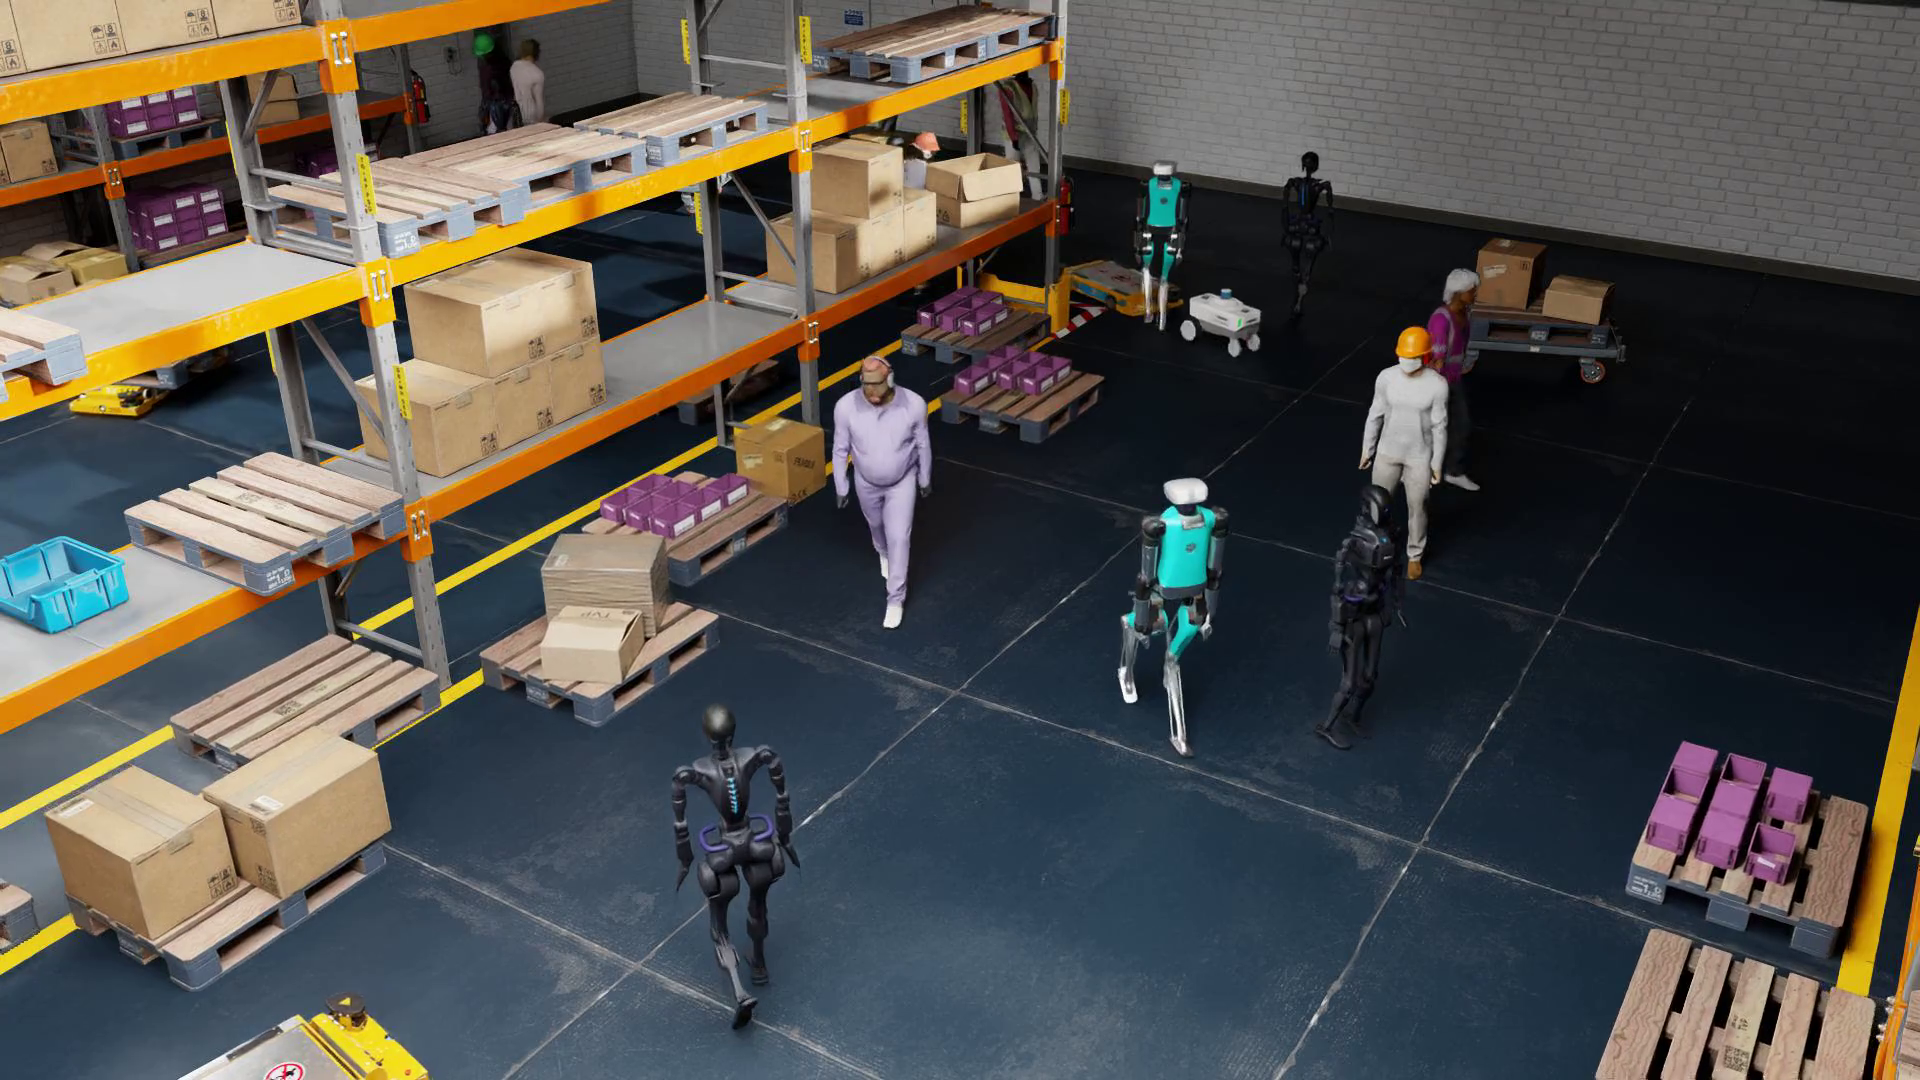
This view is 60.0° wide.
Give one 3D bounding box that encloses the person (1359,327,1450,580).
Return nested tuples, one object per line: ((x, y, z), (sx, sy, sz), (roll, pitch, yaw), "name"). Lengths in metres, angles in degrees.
((3.093, -0.604, 11.617), (0.575, 1.883, 0.415), (12, 29, 23), "person")

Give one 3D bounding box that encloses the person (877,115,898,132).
((-0.938, -5.342, 21.209), (0.288, 1.636, 0.499), (7, 28, 14), "person")

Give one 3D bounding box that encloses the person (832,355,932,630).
((-0.524, -0.432, 11.316), (0.659, 1.844, 1.019), (2, 27, 4), "person")

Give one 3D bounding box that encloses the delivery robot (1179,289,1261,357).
((2.537, -2.128, 16.096), (0.499, 0.613, 0.811), (-20, 33, -34), "delivery robot")

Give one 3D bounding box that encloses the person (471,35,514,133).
((-5.870, -5.478, 21.202), (0.376, 1.902, 0.632), (8, 28, 15), "person")

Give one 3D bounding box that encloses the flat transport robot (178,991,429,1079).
((-3.120, 2.527, 7.218), (0.659, 0.231, 1.431), (23, 35, 38), "flat transport robot")

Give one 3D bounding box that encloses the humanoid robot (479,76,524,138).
((-5.471, -4.704, 19.916), (0.616, 1.637, 0.426), (4, 27, 8), "humanoid robot")

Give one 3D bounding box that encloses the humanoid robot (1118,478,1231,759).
((1.188, 0.344, 9.948), (0.531, 1.779, 1.020), (-8, 28, -15), "humanoid robot")

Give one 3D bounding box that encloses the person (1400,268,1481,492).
((3.793, -1.193, 12.827), (0.525, 1.822, 0.735), (-24, 35, -38), "person")

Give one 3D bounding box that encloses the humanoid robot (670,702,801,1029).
((-1.010, 1.490, 7.714), (0.592, 1.633, 0.613), (-9, 28, -18), "humanoid robot")

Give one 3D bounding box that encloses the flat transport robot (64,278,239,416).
((-7.357, -1.488, 15.130), (0.659, 0.231, 1.431), (5, 27, 9), "flat transport robot")

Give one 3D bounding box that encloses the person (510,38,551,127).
((-5.394, -5.268, 20.759), (0.638, 1.909, 0.725), (20, 33, 34), "person")

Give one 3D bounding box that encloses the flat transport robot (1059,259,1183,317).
((1.624, -2.662, 17.444), (0.659, 0.231, 1.431), (-17, 32, -30), "flat transport robot")

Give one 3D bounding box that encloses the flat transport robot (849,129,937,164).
((-0.936, -3.948, 19.978), (1.431, 0.231, 0.659), (22, 34, 36), "flat transport robot")

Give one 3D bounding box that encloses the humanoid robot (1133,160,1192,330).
((1.939, -2.873, 16.302), (0.530, 1.827, 0.795), (1, 27, 2), "humanoid robot")

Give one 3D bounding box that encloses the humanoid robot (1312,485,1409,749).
((2.388, 0.433, 9.794), (0.584, 1.648, 0.328), (-17, 31, -30), "humanoid robot")

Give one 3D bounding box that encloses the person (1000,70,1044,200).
((0.747, -4.902, 20.147), (0.635, 1.813, 0.732), (-24, 36, -39), "person")

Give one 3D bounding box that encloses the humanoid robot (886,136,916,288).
((-0.704, -3.392, 17.333), (0.591, 1.644, 0.432), (21, 34, 35), "humanoid robot")

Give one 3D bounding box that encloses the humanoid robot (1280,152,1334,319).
((3.520, -3.108, 16.798), (0.588, 1.634, 0.706), (15, 31, 28), "humanoid robot")

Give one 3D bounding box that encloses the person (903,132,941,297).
((-0.431, -3.331, 17.141), (0.546, 1.731, 0.574), (-20, 33, -34), "person")
